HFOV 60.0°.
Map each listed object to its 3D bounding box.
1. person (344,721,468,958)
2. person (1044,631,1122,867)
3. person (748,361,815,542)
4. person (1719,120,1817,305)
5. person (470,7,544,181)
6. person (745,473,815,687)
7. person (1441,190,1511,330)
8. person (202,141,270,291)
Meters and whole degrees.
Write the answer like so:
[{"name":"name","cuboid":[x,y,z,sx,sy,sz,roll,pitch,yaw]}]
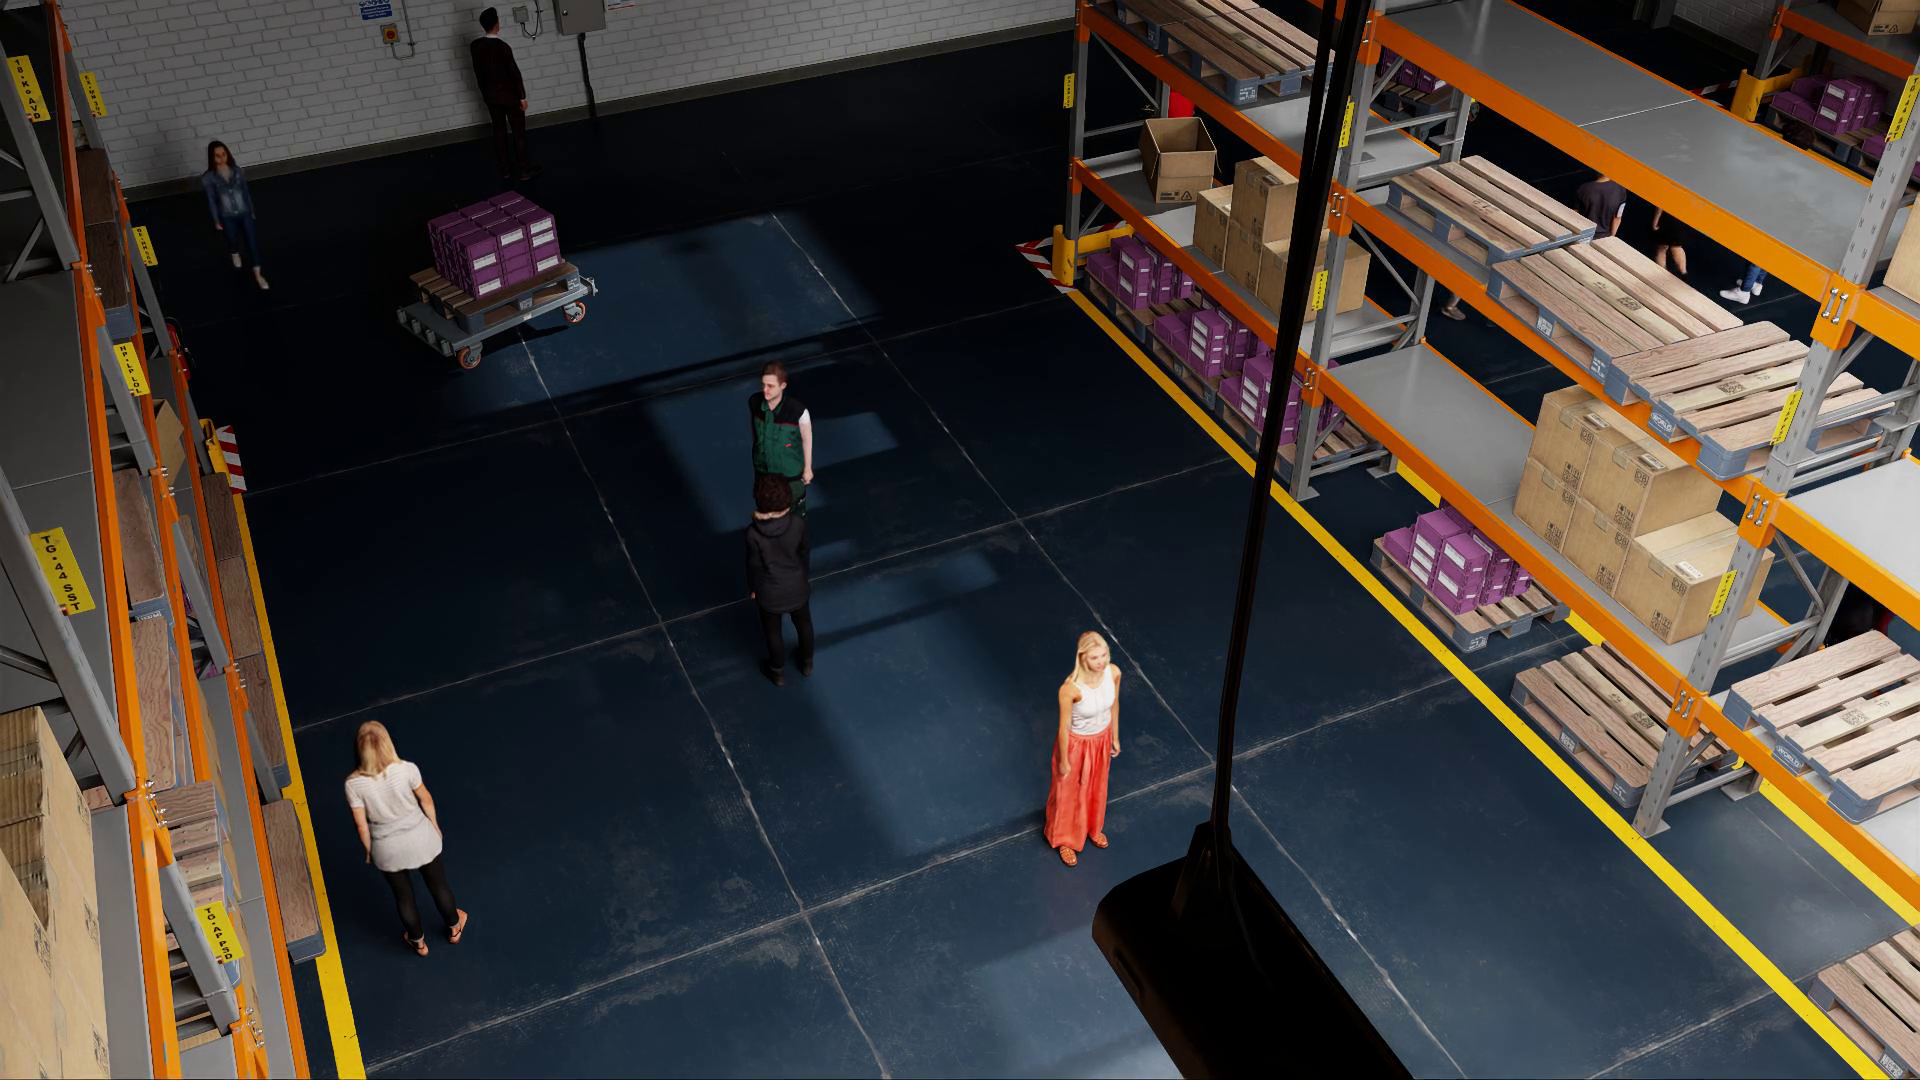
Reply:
[{"name":"person","cuboid":[-3.223,1.747,9.632,0.607,1.826,0.525,-15,41,-18]},{"name":"person","cuboid":[0.767,1.256,10.266,0.657,1.803,0.622,-23,44,-26]},{"name":"person","cuboid":[-1.346,-0.545,12.489,0.734,1.842,0.798,14,41,16]},{"name":"person","cuboid":[7.665,-3.101,15.715,0.735,1.811,0.670,-28,46,-31]},{"name":"person","cuboid":[-4.869,-4.741,17.724,0.781,1.866,0.824,10,40,12]},{"name":"person","cuboid":[-1.231,0.285,11.499,0.617,1.781,0.590,-14,41,-17]},{"name":"person","cuboid":[4.814,-2.656,15.442,0.980,1.457,0.810,23,44,26]},{"name":"person","cuboid":[-7.033,-3.160,16.067,0.673,1.464,0.893,-26,45,-29]}]
